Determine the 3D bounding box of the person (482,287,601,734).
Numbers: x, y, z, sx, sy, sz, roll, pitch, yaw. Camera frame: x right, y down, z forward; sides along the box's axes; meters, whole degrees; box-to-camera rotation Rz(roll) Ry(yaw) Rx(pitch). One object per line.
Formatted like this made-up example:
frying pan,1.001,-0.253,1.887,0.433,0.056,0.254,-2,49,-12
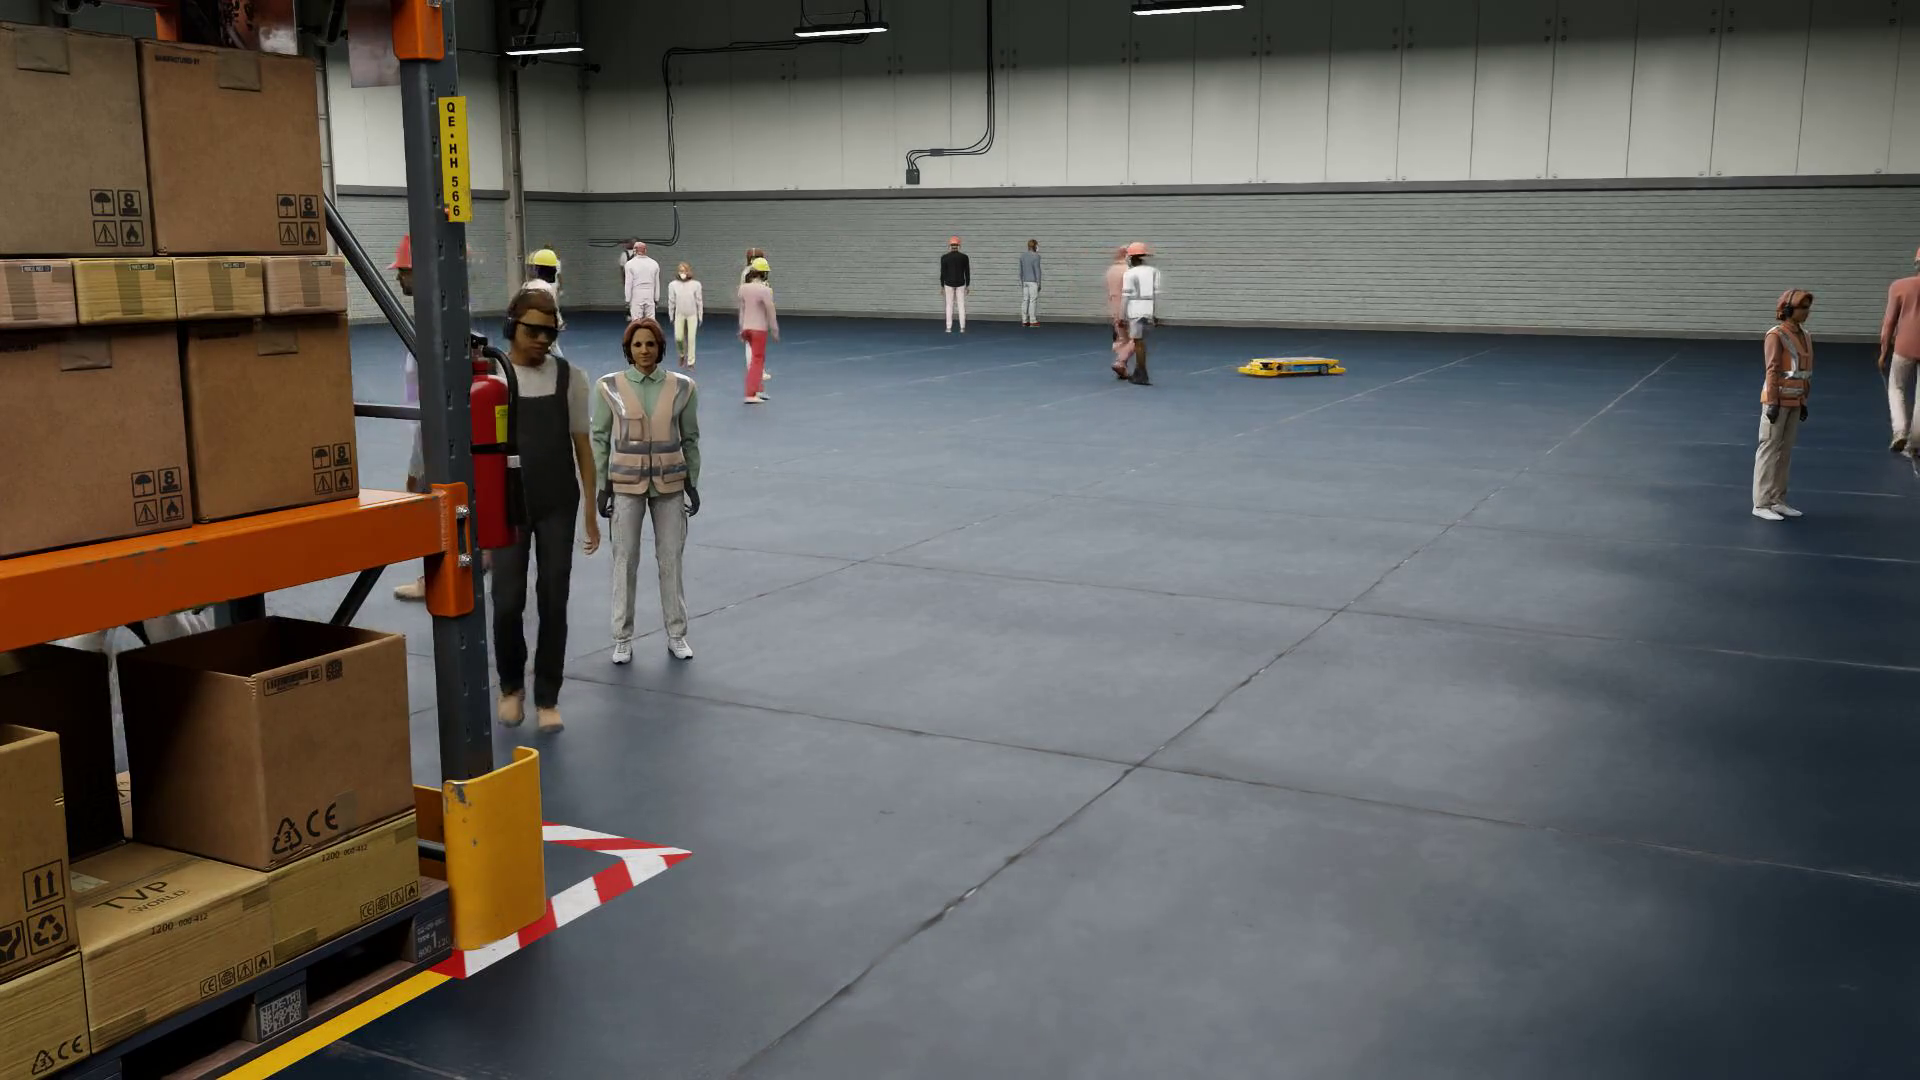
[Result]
person,-1.724,-0.102,6.721,0.505,1.819,0.408,-4,11,-20

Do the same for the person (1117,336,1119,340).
person,3.177,-4.658,32.055,0.281,1.634,0.498,-1,10,-6

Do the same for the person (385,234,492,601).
person,-2.876,-0.672,9.226,0.552,2.032,0.625,-4,11,-19

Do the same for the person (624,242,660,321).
person,-5.457,-4.135,28.461,0.654,1.904,0.407,-8,13,-37

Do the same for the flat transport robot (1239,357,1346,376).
flat transport robot,4.840,-2.533,24.185,1.431,0.197,0.652,-5,11,-24

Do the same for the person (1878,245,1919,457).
person,8.758,-1.738,15.178,0.652,1.980,0.435,5,11,24

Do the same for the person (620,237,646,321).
person,-7.701,-6.243,39.586,0.690,2.000,1.035,5,11,24

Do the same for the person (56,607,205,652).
person,-2.942,0.055,5.869,0.604,1.841,1.007,0,10,1

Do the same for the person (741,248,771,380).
person,-2.871,-3.182,23.440,0.429,1.845,0.621,-2,11,-12

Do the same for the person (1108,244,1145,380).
person,2.321,-3.164,23.201,0.434,1.891,0.683,-4,11,-19

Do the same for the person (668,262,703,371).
person,-4.096,-3.335,24.880,0.512,1.623,0.388,-1,10,-6

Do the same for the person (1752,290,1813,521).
person,5.895,-0.965,11.899,0.513,1.641,0.307,-9,13,-39

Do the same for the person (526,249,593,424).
person,-4.379,-2.111,17.510,0.984,1.877,0.604,-8,13,-36

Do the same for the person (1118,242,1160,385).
person,2.375,-3.071,22.599,0.558,1.917,0.712,-7,12,-33

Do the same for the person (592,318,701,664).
person,-1.486,-0.235,7.918,0.514,1.641,0.307,-3,11,-18

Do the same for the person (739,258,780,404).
person,-2.402,-2.530,20.143,0.548,1.742,0.654,9,14,42

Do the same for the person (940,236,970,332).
person,-0.106,-5.342,34.806,0.623,1.989,0.400,-1,10,-3

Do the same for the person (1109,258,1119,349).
person,2.897,-4.216,29.472,0.540,1.696,0.315,6,12,31

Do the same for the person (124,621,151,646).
person,-3.401,0.006,6.584,0.538,1.645,0.915,7,12,33

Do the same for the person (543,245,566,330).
person,-8.652,-5.317,35.138,0.535,1.829,0.964,4,11,23

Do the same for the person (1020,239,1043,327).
person,1.572,-5.671,36.751,0.353,1.936,0.635,-8,13,-37
